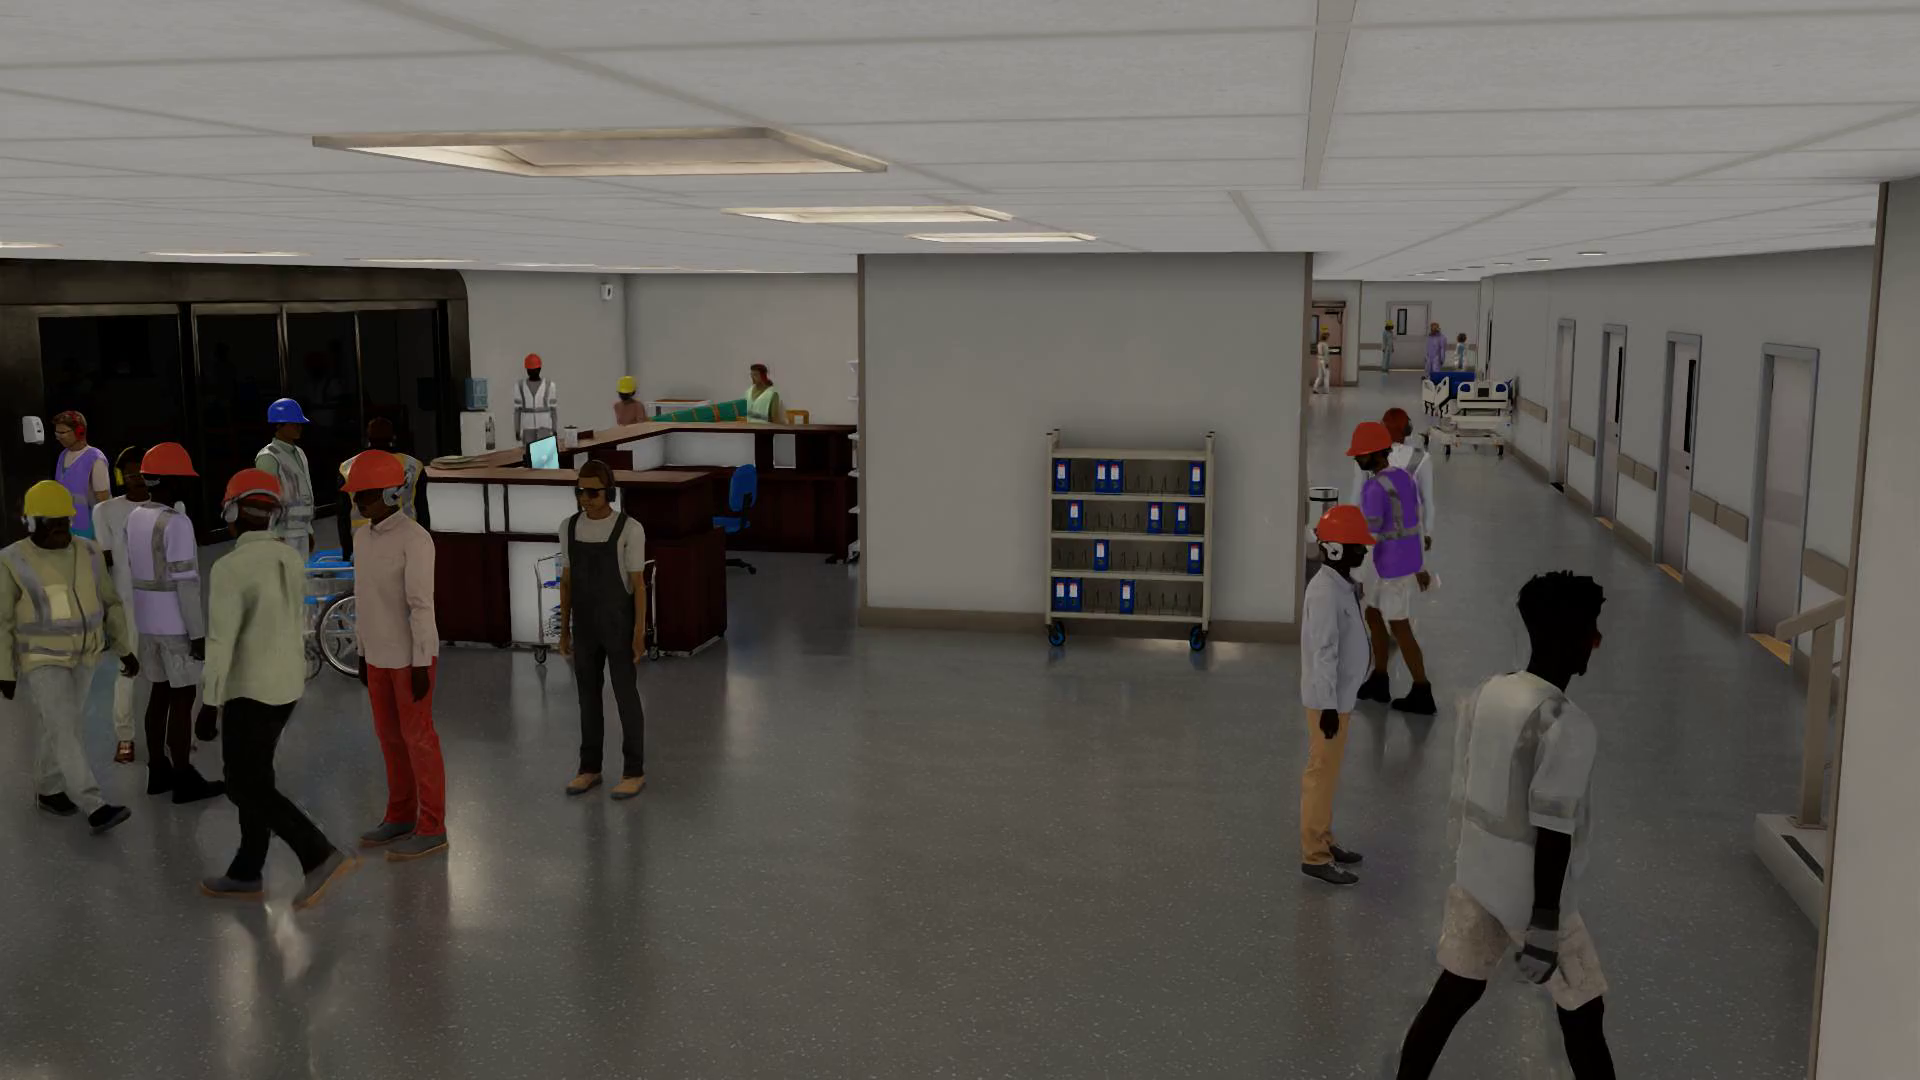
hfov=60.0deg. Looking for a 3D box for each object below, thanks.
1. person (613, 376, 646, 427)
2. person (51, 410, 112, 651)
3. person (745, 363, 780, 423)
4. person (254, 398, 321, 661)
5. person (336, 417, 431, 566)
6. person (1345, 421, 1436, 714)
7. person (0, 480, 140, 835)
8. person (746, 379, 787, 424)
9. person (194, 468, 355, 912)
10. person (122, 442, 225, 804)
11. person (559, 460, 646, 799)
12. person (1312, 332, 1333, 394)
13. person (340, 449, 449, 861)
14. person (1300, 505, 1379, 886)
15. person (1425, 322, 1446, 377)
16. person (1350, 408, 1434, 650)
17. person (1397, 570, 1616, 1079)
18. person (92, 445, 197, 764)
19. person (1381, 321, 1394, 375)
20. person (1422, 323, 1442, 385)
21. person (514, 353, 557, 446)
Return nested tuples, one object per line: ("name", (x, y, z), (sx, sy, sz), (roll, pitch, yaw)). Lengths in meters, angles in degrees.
("person", (-3.898, -1.084, 19.719), (0.542, 1.722, 0.760), (5, 10, 31))
("person", (-6.612, -0.065, 12.586), (0.562, 1.837, 0.390), (6, 10, 34))
("person", (-2.449, -1.319, 20.977), (0.570, 1.824, 0.763), (7, 11, 41))
("person", (-4.939, -0.070, 12.247), (0.384, 1.948, 0.605), (0, 9, -2))
("person", (-4.117, 0.039, 11.925), (0.629, 1.835, 0.429), (-3, 9, -19))
("person", (2.779, 0.177, 10.791), (0.773, 1.885, 0.560), (6, 10, 33))
("person", (-4.514, 0.584, 8.449), (0.923, 1.781, 0.592), (4, 9, 25))
("person", (-2.482, -1.248, 21.236), (0.508, 1.593, 0.818), (0, 9, 2))
("person", (-3.081, 0.664, 7.378), (0.697, 1.949, 0.654), (1, 9, 8))
("person", (-4.228, 0.440, 8.951), (0.547, 1.929, 0.385), (6, 11, 36))
("person", (-1.932, 0.479, 8.984), (0.507, 1.838, 0.339), (3, 9, 18))
("person", (9.525, -4.635, 43.651), (0.548, 1.620, 0.558), (-2, 9, -11))
("person", (-2.744, 0.550, 8.034), (0.608, 1.986, 0.401), (7, 11, 39))
("person", (1.761, 0.711, 7.754), (0.355, 1.756, 0.575), (3, 9, 18))
("person", (12.537, -4.794, 43.804), (0.520, 1.882, 0.687), (-5, 10, -31))
("person", (3.336, -0.097, 12.859), (0.598, 1.829, 0.992), (5, 10, 28))
("person", (1.753, 1.031, 5.090), (1.034, 1.907, 0.630), (-2, 9, -12))
("person", (-4.727, 0.367, 9.684), (0.531, 1.855, 0.358), (-7, 11, -37))
("person", (13.721, -6.146, 53.252), (0.489, 1.743, 0.311), (-7, 11, -39))
("person", (13.273, -5.185, 46.637), (0.593, 1.813, 0.722), (-6, 11, -36))
("person", (-5.615, -1.529, 22.075), (0.551, 1.911, 0.730), (-1, 9, -4))
